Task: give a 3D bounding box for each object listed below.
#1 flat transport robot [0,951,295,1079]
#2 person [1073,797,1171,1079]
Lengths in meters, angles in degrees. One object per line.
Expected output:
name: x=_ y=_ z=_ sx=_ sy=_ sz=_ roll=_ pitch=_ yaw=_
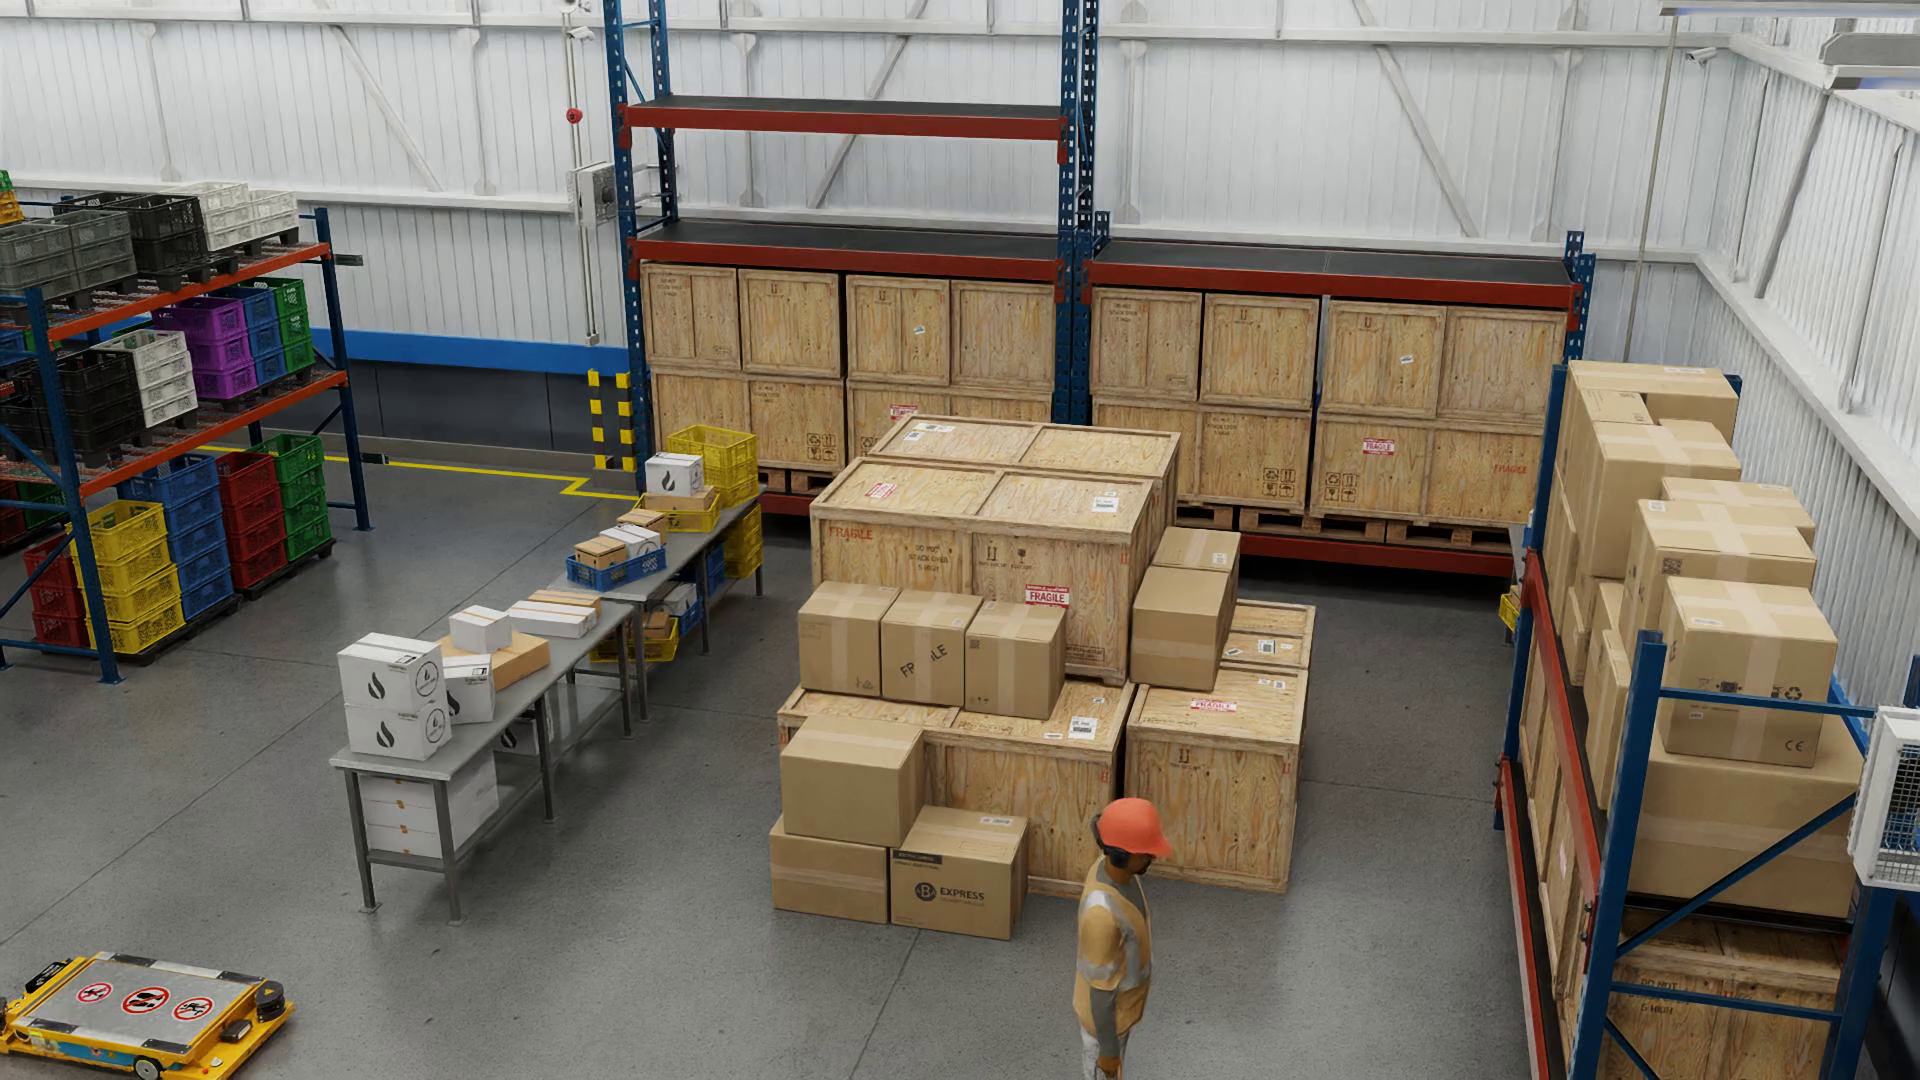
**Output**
flat transport robot: x=-4.270 y=2.464 z=8.601 sx=1.431 sy=0.231 sz=0.659 roll=5 pitch=22 yaw=13
person: x=0.689 y=2.032 z=7.251 sx=0.382 sy=2.041 sz=0.605 roll=4 pitch=21 yaw=11
